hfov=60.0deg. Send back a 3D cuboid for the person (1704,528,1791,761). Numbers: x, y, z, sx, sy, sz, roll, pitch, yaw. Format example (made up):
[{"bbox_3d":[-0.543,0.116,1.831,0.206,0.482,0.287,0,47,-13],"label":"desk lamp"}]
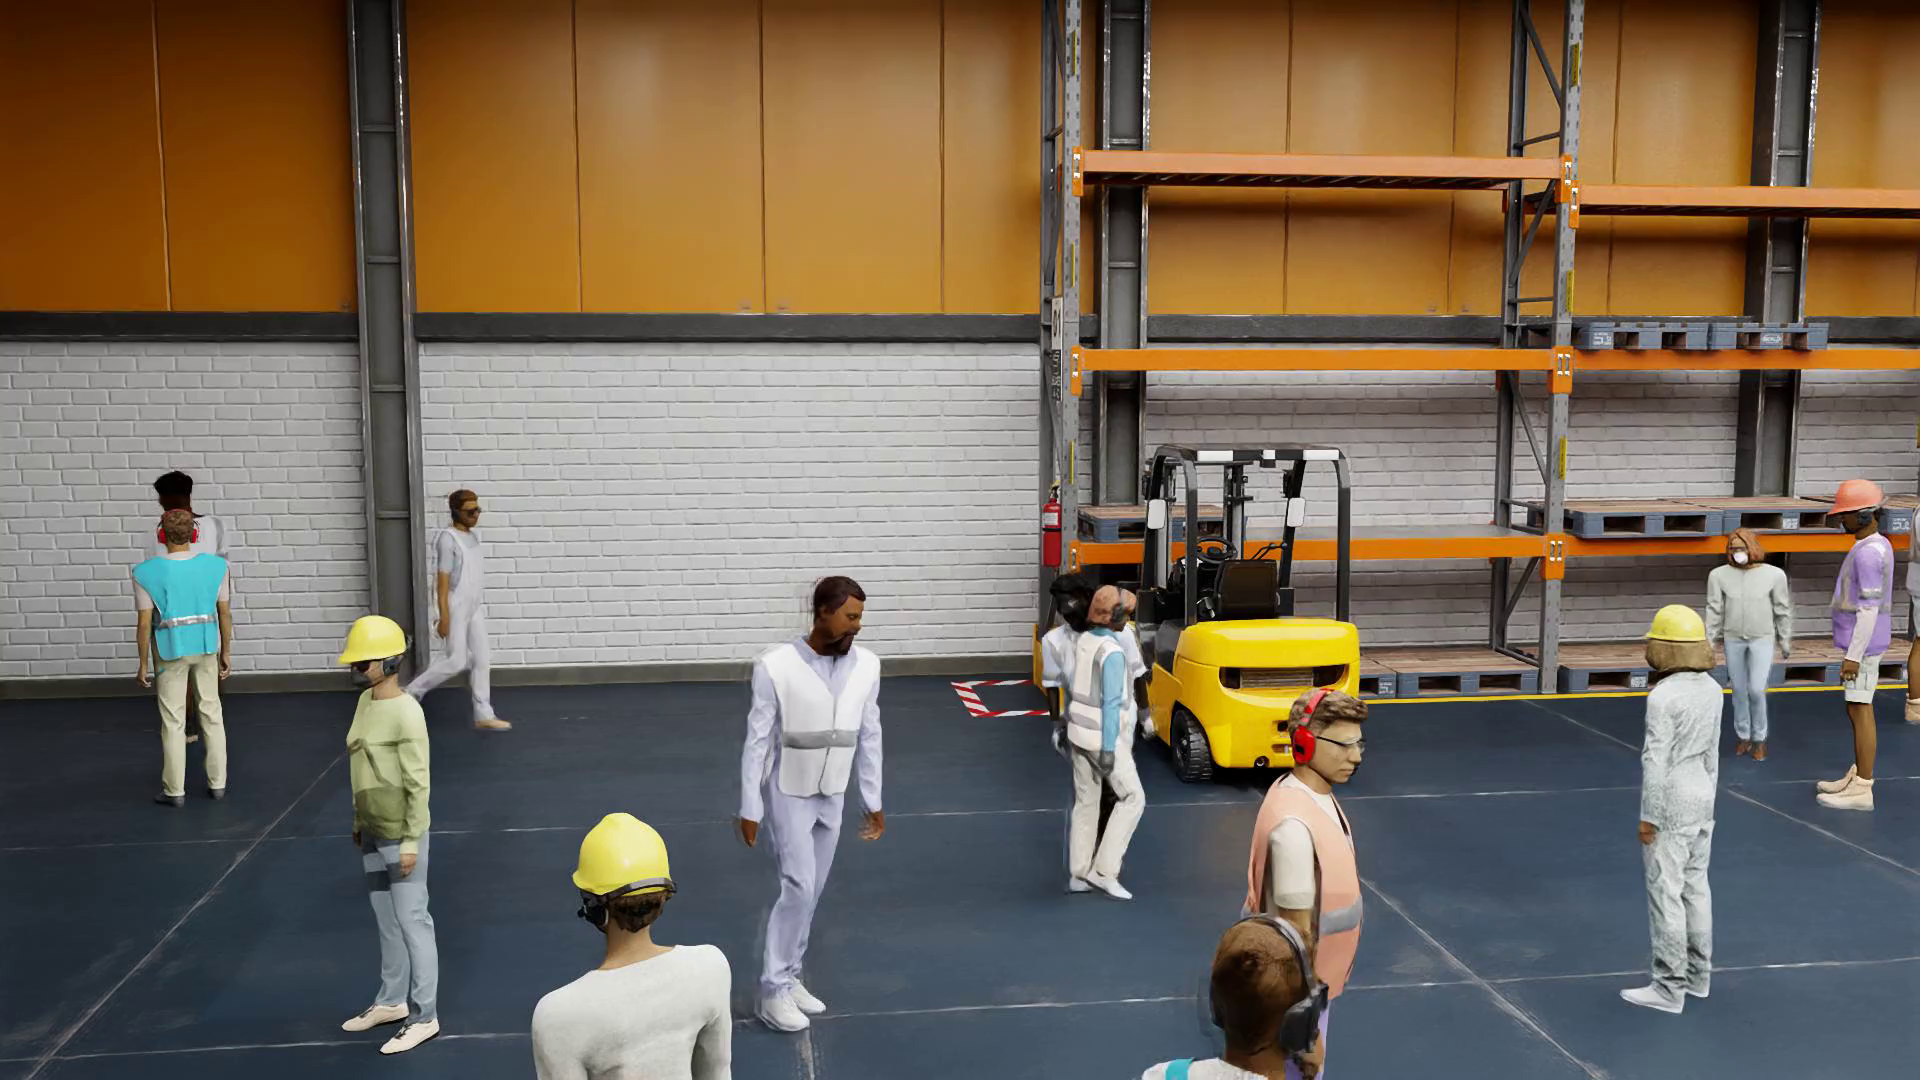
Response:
[{"bbox_3d":[5.424,0.711,11.462,0.520,1.598,0.552,5,8,38],"label":"person"}]

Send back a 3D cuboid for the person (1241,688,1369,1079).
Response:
[{"bbox_3d":[1.002,1.344,4.931,0.394,1.839,0.563,2,7,15],"label":"person"}]

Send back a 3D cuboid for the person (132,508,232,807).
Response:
[{"bbox_3d":[-4.796,0.727,10.298,0.565,1.846,0.388,-6,9,-43],"label":"person"}]

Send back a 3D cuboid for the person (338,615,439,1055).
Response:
[{"bbox_3d":[-2.322,1.175,6.725,0.323,1.768,0.523,-6,9,-43],"label":"person"}]

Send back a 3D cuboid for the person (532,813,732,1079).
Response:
[{"bbox_3d":[-0.756,1.503,3.846,0.523,1.769,0.315,-6,9,-44],"label":"person"}]

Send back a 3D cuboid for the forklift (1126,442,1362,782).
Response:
[{"bbox_3d":[1.912,0.418,11.496,1.214,2.155,2.313,-1,7,-8],"label":"forklift"}]

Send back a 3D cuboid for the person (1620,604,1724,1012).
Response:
[{"bbox_3d":[3.065,1.141,7.162,0.488,1.736,0.317,-5,8,-38],"label":"person"}]

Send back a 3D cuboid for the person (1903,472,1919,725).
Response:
[{"bbox_3d":[7.321,0.376,12.503,0.365,2.048,0.608,4,8,31],"label":"person"}]

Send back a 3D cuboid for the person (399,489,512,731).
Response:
[{"bbox_3d":[-3.744,0.522,12.235,0.770,1.822,0.509,1,7,9],"label":"person"}]

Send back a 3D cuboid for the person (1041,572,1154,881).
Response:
[{"bbox_3d":[0.698,0.993,8.831,0.570,1.645,0.746,3,7,26],"label":"person"}]

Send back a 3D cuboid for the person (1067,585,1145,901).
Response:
[{"bbox_3d":[0.742,1.036,8.553,0.407,1.620,0.520,-2,7,-20],"label":"person"}]

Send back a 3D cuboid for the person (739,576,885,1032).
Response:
[{"bbox_3d":[-0.616,1.086,7.008,0.639,1.882,0.530,-6,9,-42],"label":"person"}]

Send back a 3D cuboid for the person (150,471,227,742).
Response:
[{"bbox_3d":[-5.579,0.481,12.018,0.408,1.950,0.660,3,7,25],"label":"person"}]

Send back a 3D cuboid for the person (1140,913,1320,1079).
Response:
[{"bbox_3d":[0.532,1.581,3.072,0.977,1.797,0.526,-6,9,-42],"label":"person"}]

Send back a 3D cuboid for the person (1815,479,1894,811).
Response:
[{"bbox_3d":[5.514,0.639,10.245,0.382,2.037,0.606,4,8,30],"label":"person"}]
